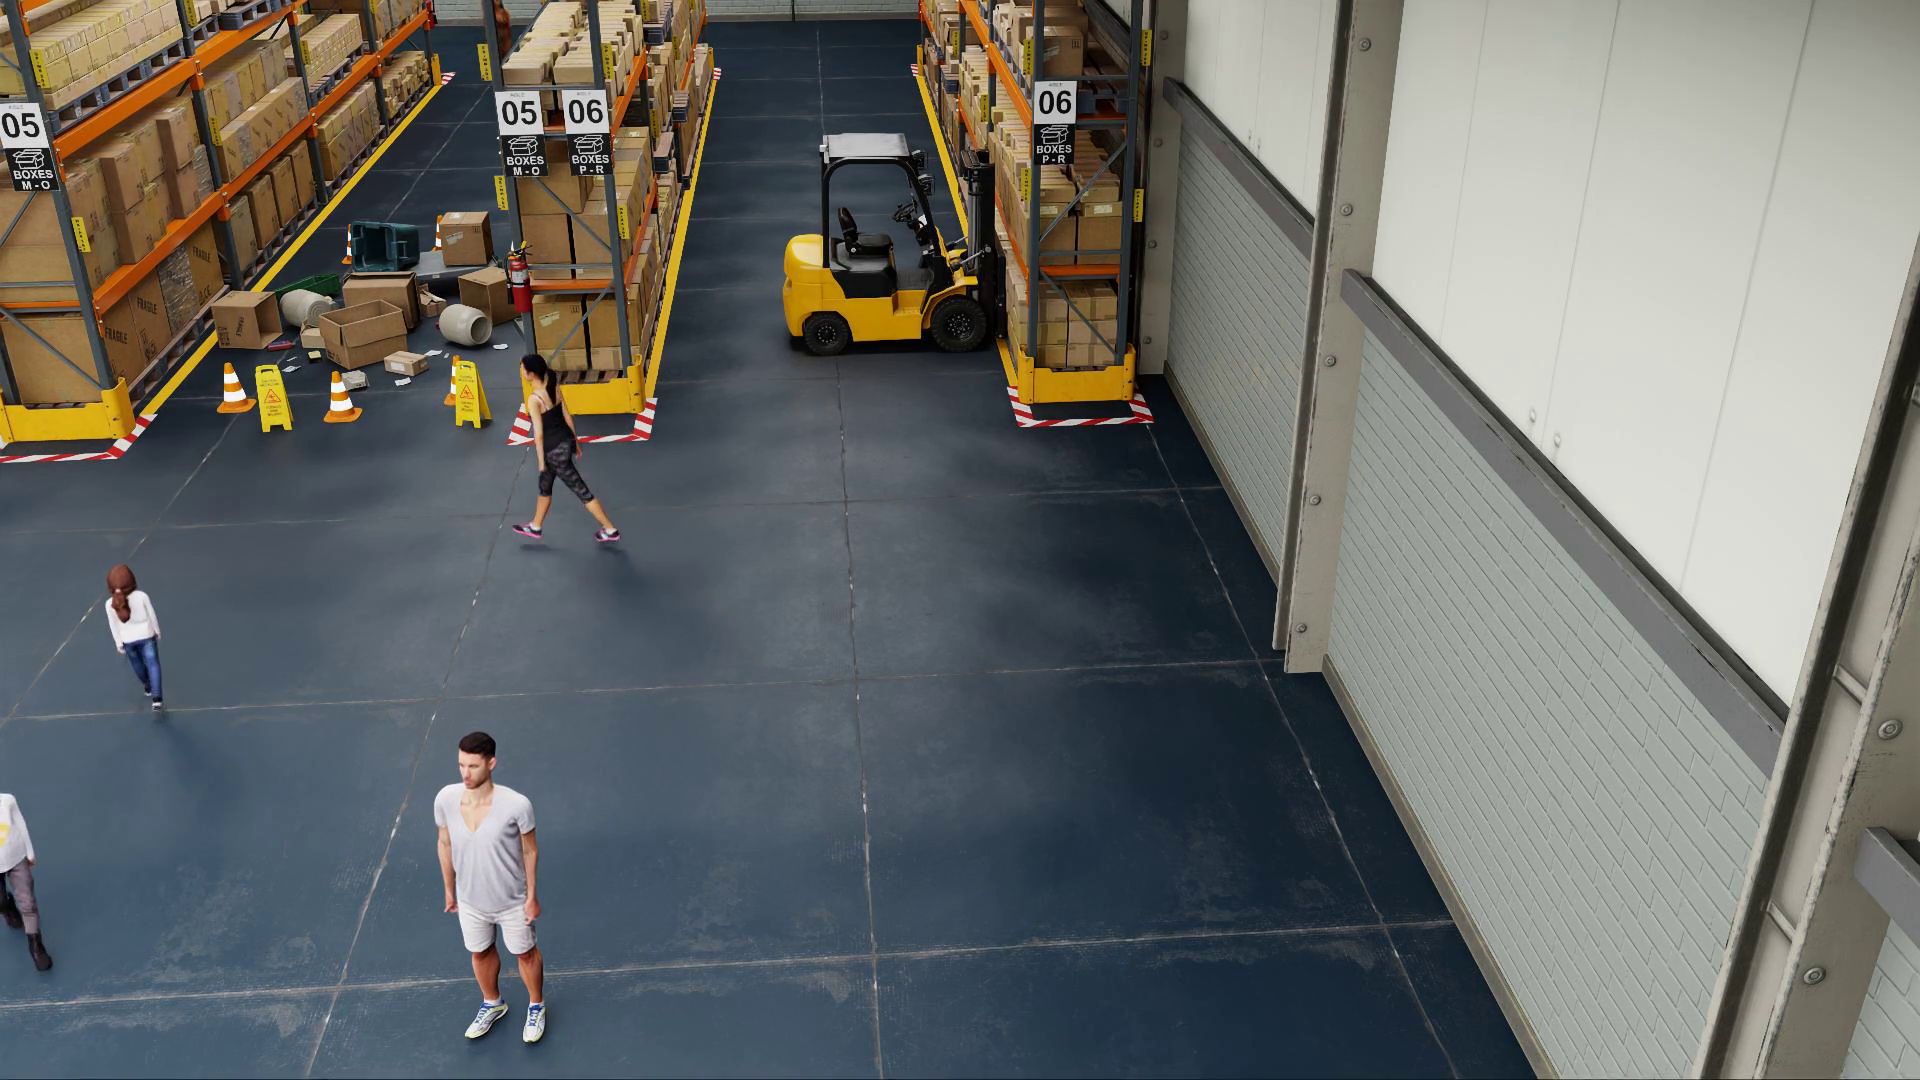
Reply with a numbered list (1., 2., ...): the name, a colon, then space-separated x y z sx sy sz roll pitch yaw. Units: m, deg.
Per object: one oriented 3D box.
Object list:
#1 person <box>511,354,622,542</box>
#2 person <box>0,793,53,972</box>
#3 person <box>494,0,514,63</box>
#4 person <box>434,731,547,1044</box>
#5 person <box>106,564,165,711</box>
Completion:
1. person: -3.220 -0.687 13.711 0.877 1.658 1.168 8 28 15
2. person: -5.393 1.785 9.347 0.771 1.259 0.928 -19 33 -32
3. person: -8.169 -8.835 29.531 0.851 1.663 1.112 -15 31 -27
4. person: -2.426 1.799 8.668 0.720 1.856 0.638 3 27 5
5. person: -5.764 0.692 11.652 0.598 1.093 0.821 -11 29 -21
